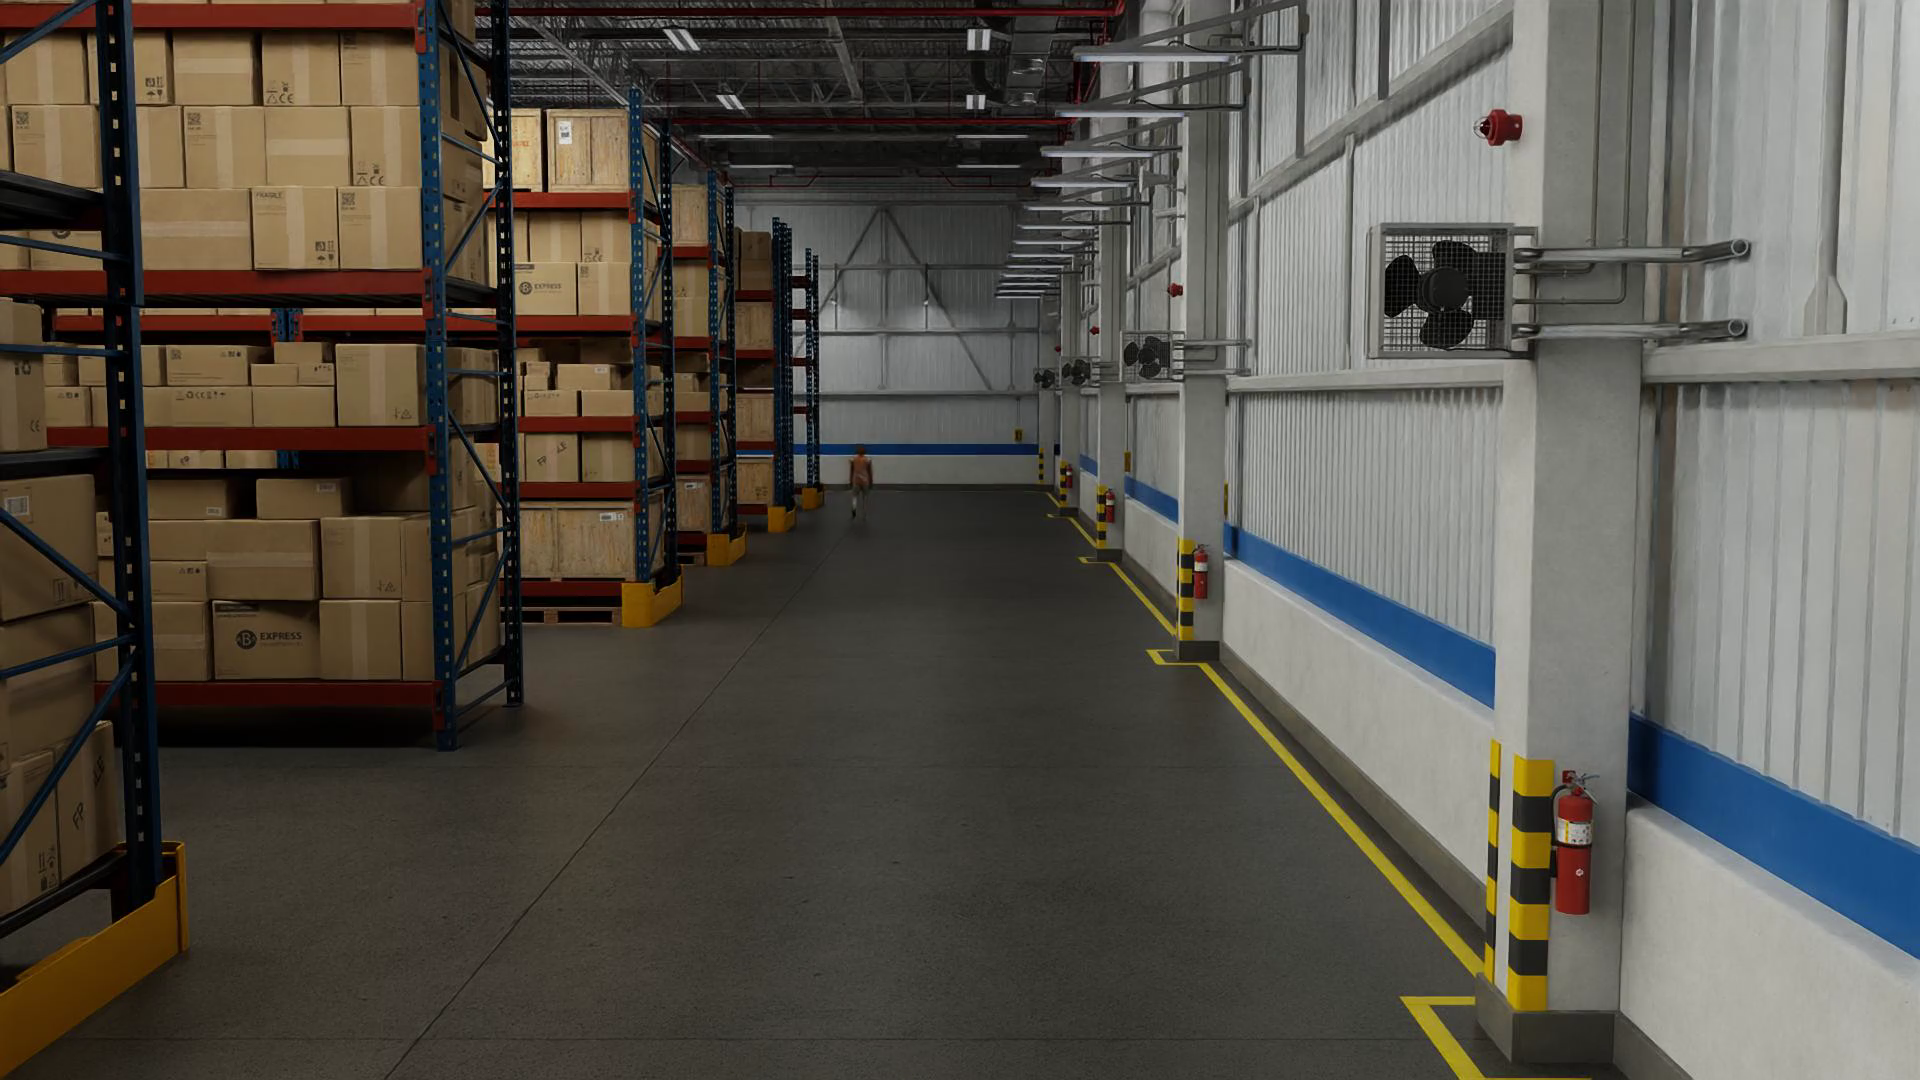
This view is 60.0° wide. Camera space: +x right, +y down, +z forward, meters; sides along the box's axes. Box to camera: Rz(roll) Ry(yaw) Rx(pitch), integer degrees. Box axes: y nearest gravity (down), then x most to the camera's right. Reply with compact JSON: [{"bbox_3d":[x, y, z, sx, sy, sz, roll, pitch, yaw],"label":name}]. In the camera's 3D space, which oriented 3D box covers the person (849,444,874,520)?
[{"bbox_3d":[-2.098,-1.229,35.452,0.518,1.632,0.377,1,5,13],"label":"person"}]
